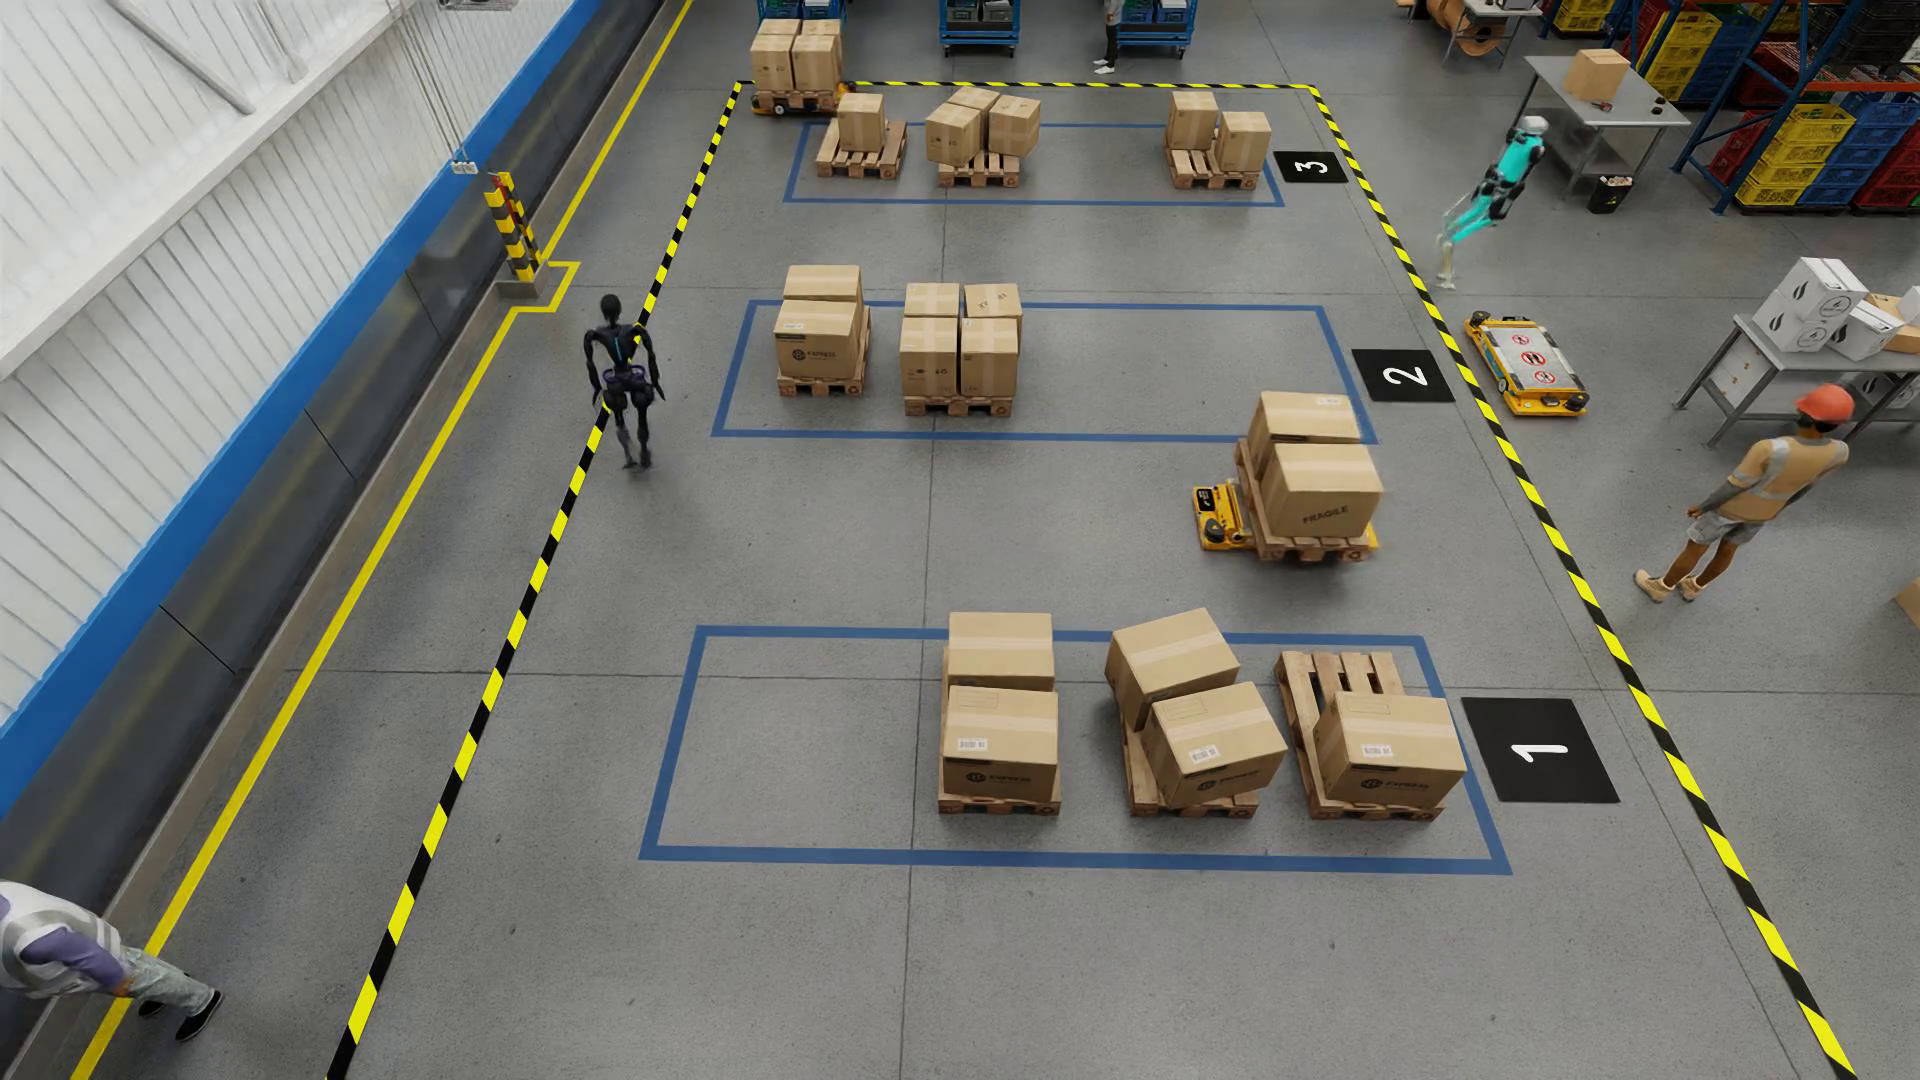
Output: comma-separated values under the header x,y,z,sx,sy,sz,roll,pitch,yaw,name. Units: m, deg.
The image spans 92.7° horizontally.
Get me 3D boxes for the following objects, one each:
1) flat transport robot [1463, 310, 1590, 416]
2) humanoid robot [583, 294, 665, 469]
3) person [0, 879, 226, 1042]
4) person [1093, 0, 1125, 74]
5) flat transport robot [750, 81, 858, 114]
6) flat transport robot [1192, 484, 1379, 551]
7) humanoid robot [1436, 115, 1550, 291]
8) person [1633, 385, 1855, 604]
x,y,z,sx,sy,sz,roll,pitch,yaw,name
5.573,-1.757,9.054,0.659,0.231,1.431,1,49,1,flat transport robot
-2.808,-1.266,7.704,0.622,1.627,0.489,-14,51,-12,humanoid robot
-4.494,2.133,4.652,0.599,1.829,0.404,20,52,16,person
2.161,-7.700,13.154,0.396,1.848,0.587,5,49,4,person
-2.191,-6.257,12.931,1.431,0.197,0.652,1,49,1,flat transport robot
2.728,-0.220,7.705,1.431,0.197,0.652,1,49,1,flat transport robot
5.406,-3.497,9.592,0.798,1.755,0.588,-7,49,-6,humanoid robot
5.631,-0.269,6.594,0.604,2.043,0.379,1,49,1,person
